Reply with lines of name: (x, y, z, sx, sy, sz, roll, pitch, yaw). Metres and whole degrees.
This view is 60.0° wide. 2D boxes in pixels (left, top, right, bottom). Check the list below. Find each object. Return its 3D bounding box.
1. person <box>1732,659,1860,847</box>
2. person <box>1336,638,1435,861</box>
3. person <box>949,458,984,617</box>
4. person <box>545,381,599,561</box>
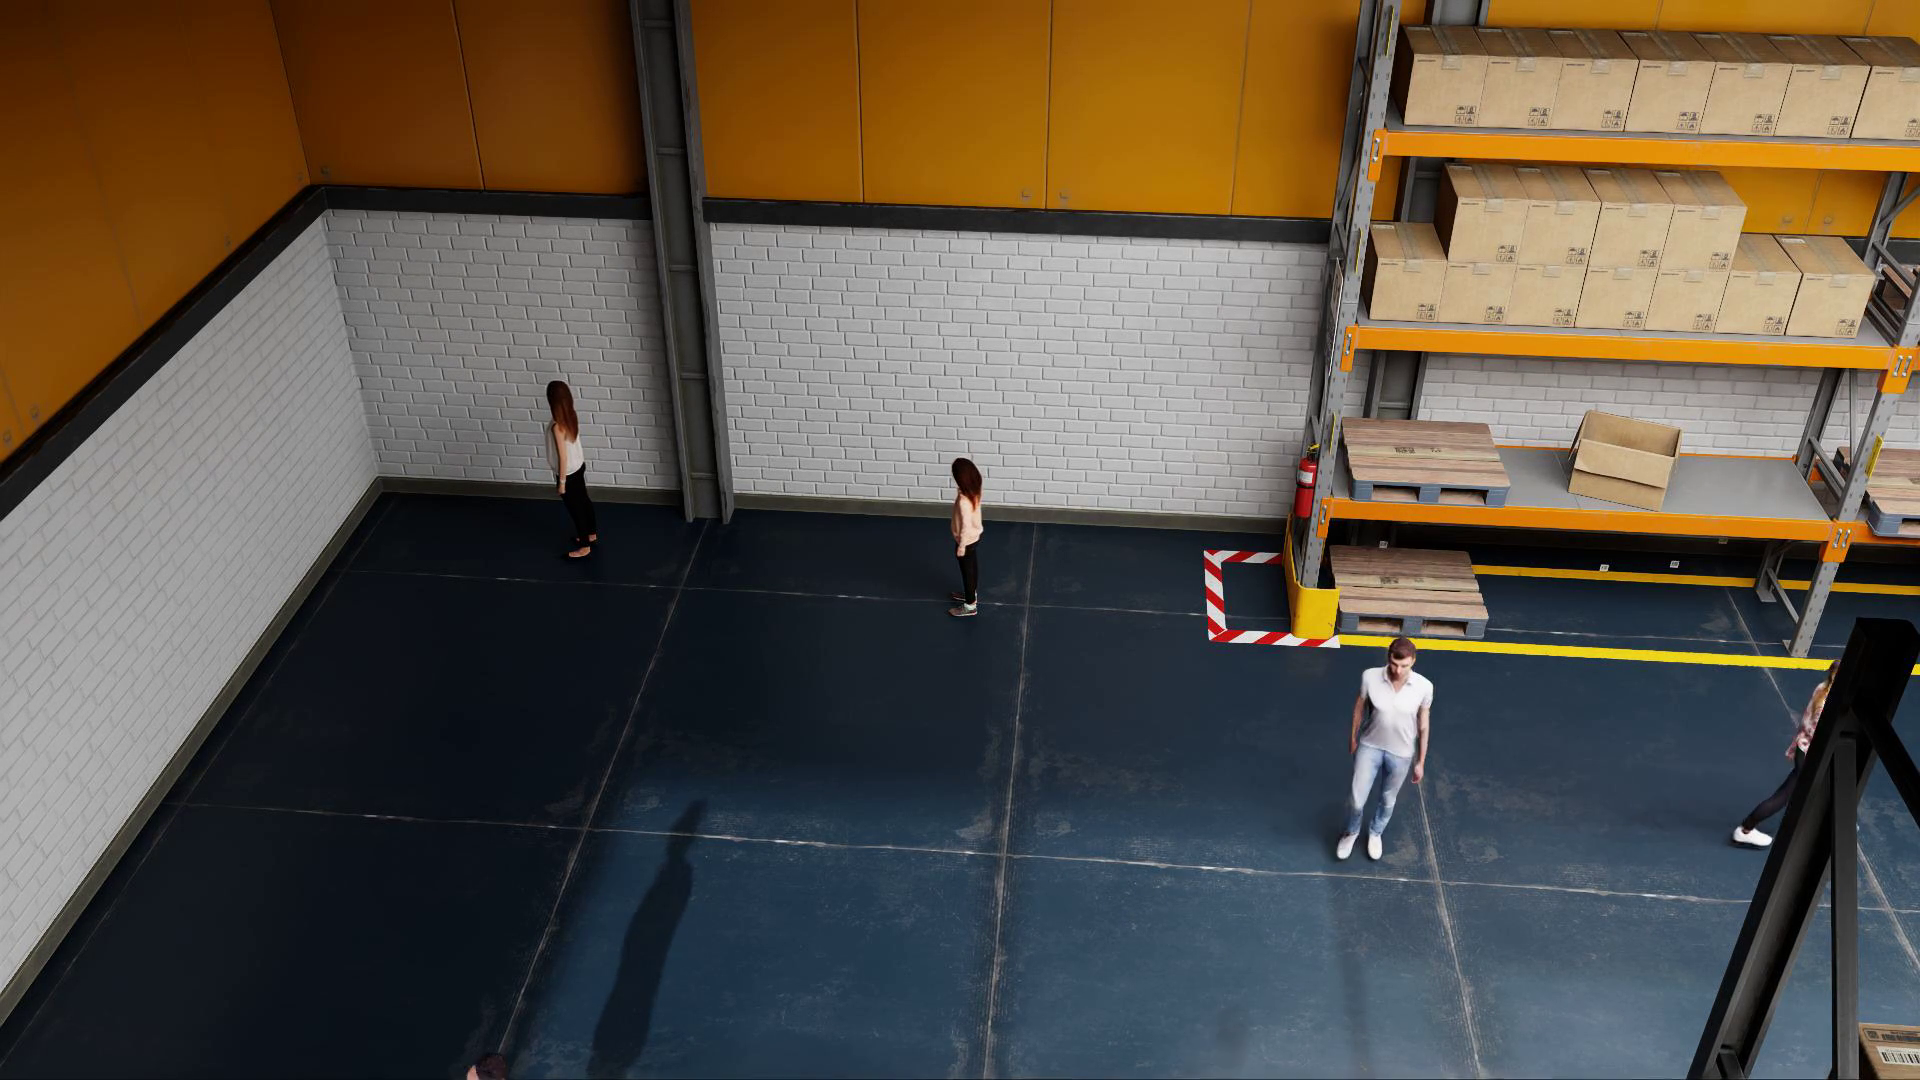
person: (5.713, 1.493, 11.318, 1.094, 1.585, 0.624, 5, 34, 8)
person: (2.892, 1.366, 11.279, 0.611, 1.838, 0.752, 7, 34, 10)
person: (0.053, -0.038, 13.713, 0.504, 1.483, 0.562, 4, 34, 6)
person: (-3.355, -0.607, 14.353, 0.494, 1.722, 0.566, 4, 34, 6)
